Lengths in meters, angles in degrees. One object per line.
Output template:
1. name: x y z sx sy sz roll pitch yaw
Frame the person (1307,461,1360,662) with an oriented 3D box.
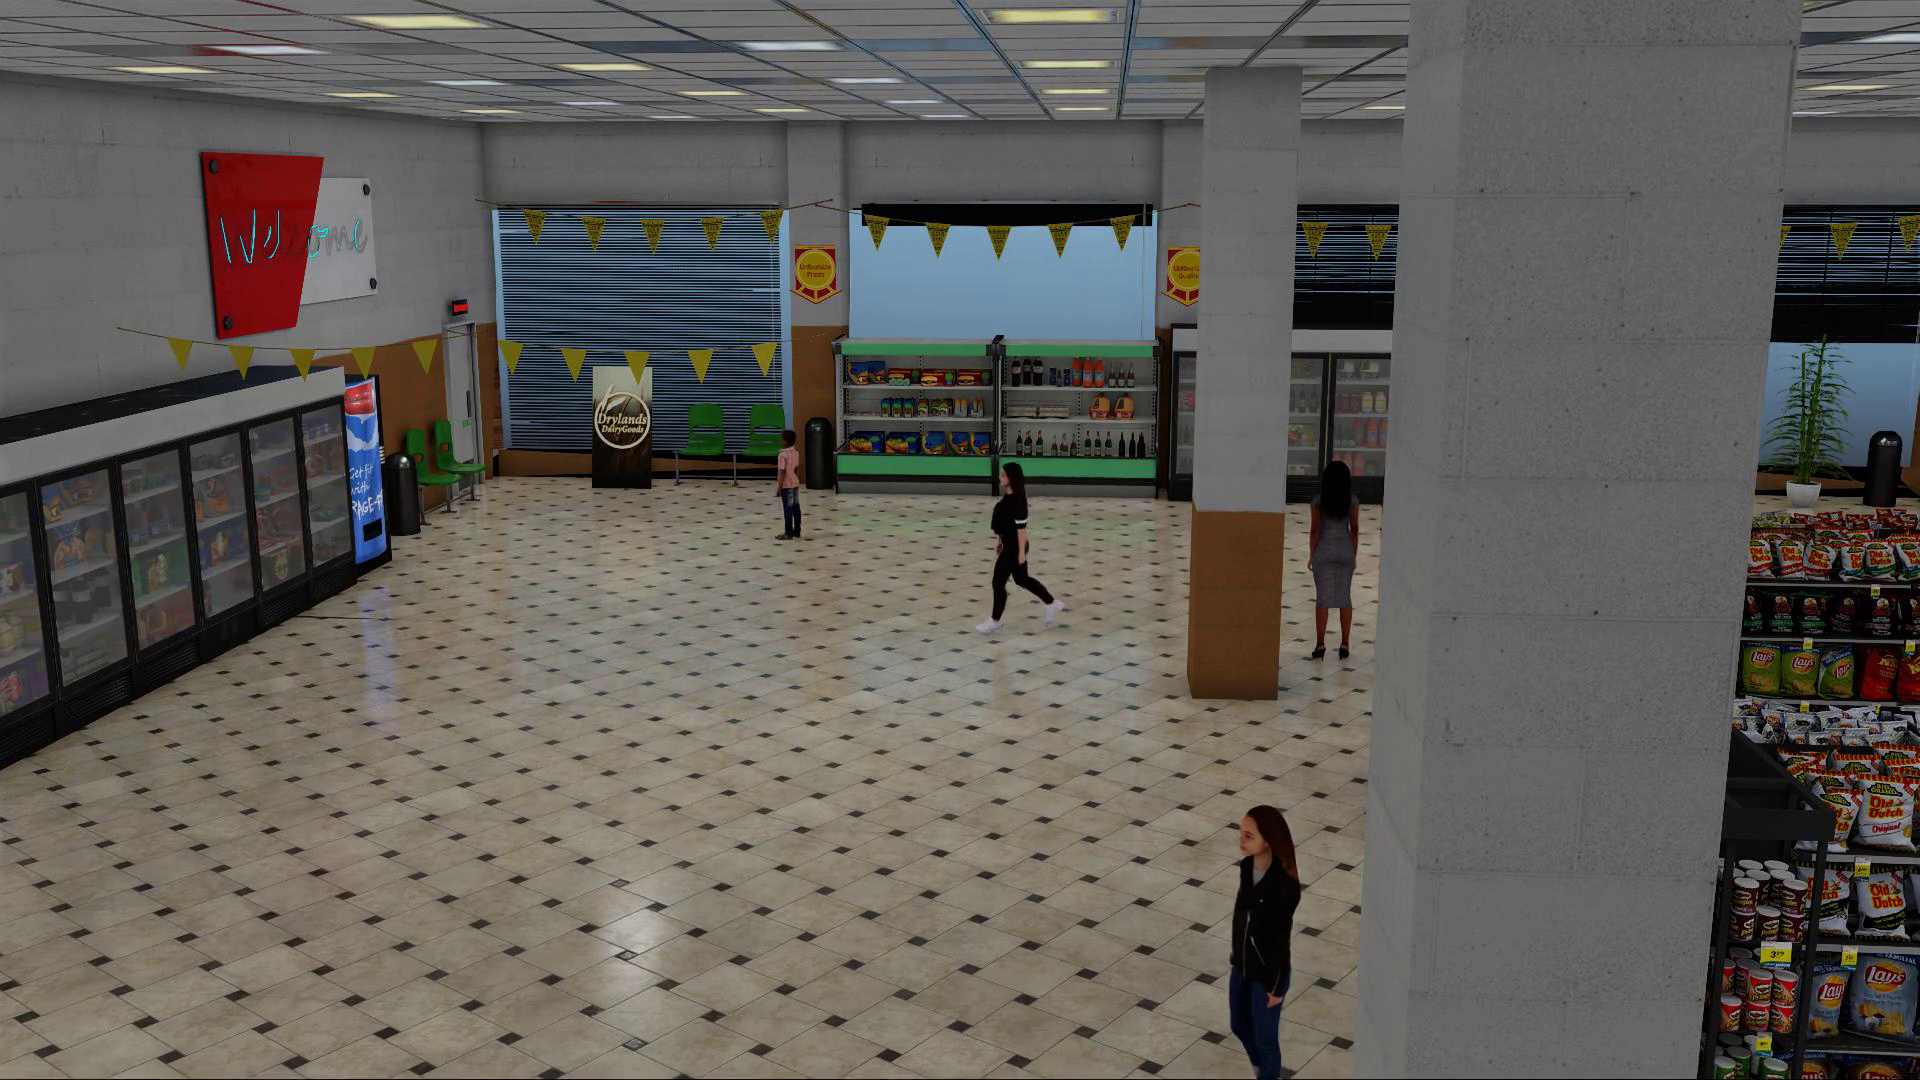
1. person: 3.286 0.178 14.613 0.450 1.781 0.640 1 12 3

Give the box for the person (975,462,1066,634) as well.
1. person: 0.569 0.082 15.482 1.163 1.612 0.797 -2 12 -10

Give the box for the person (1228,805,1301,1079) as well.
1. person: 1.343 1.866 7.327 0.674 1.481 0.648 -4 13 -19

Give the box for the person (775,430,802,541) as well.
1. person: -2.021 -0.658 19.732 0.595 1.308 0.575 7 14 30
